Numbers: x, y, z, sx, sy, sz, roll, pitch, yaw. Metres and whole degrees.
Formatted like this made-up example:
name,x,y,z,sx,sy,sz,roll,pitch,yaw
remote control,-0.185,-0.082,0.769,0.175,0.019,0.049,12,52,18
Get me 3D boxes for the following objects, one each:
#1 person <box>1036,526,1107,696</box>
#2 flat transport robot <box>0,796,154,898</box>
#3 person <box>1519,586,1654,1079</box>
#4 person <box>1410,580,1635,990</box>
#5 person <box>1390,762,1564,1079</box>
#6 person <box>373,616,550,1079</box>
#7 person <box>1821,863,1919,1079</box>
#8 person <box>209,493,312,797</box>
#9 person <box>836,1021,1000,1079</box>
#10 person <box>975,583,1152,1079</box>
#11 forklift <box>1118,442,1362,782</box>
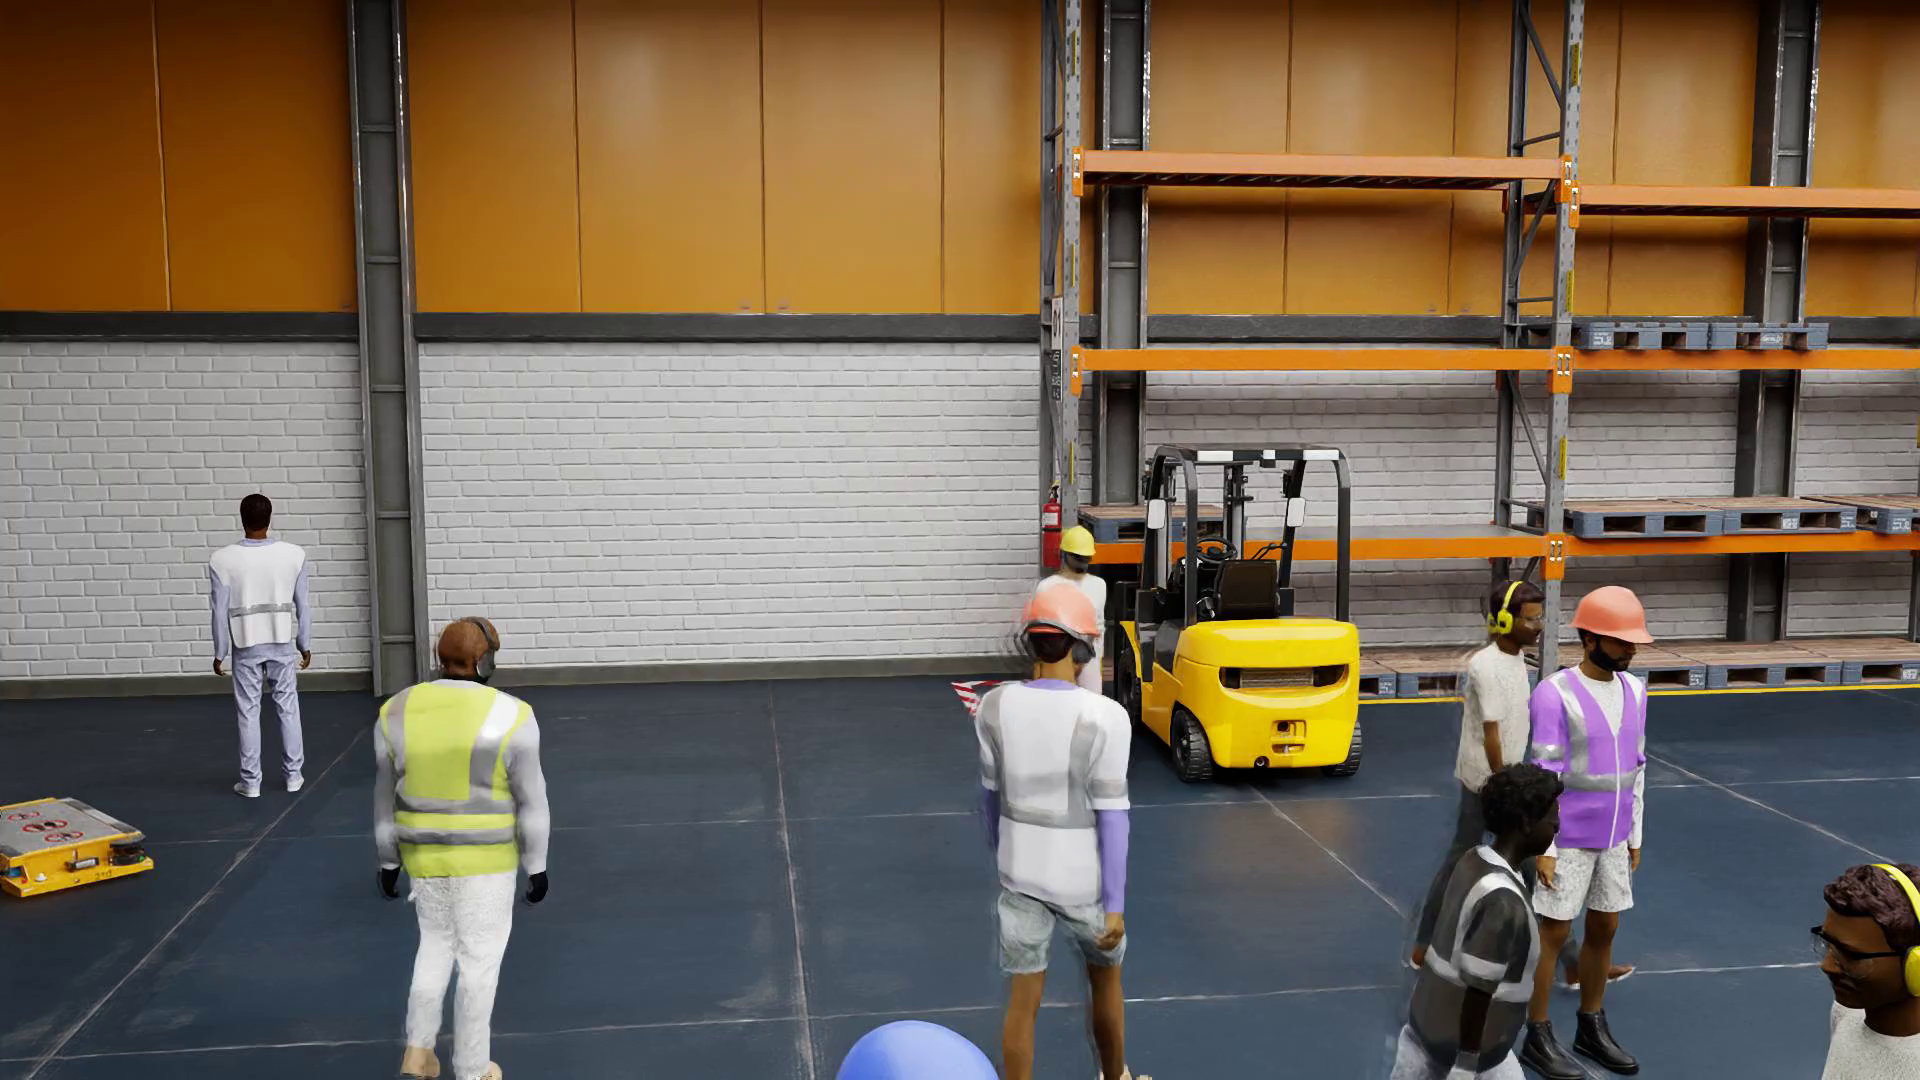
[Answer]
name,x,y,z,sx,sy,sz,roll,pitch,yaw
person,0.667,0.748,10.606,0.522,1.724,0.871,-3,7,-26
flat transport robot,-5.042,1.644,9.103,1.431,0.197,0.652,6,9,42
person,2.449,1.130,6.426,0.547,1.929,0.388,-3,7,-23
person,2.436,1.089,7.247,0.983,1.810,0.533,5,8,40
person,1.486,1.454,4.881,0.900,1.632,0.528,0,7,1
person,-1.863,1.198,6.257,0.645,1.824,0.435,1,7,12
person,1.772,1.529,3.235,0.334,1.860,0.509,0,7,3
person,-4.414,0.665,10.529,0.596,1.918,0.379,-4,8,-33
person,-0.011,1.600,2.265,0.415,1.939,0.604,5,8,38
person,0.392,1.149,5.907,0.619,2.006,0.878,4,8,30
forklift,1.912,0.418,11.496,1.214,2.155,2.313,-1,7,-8
